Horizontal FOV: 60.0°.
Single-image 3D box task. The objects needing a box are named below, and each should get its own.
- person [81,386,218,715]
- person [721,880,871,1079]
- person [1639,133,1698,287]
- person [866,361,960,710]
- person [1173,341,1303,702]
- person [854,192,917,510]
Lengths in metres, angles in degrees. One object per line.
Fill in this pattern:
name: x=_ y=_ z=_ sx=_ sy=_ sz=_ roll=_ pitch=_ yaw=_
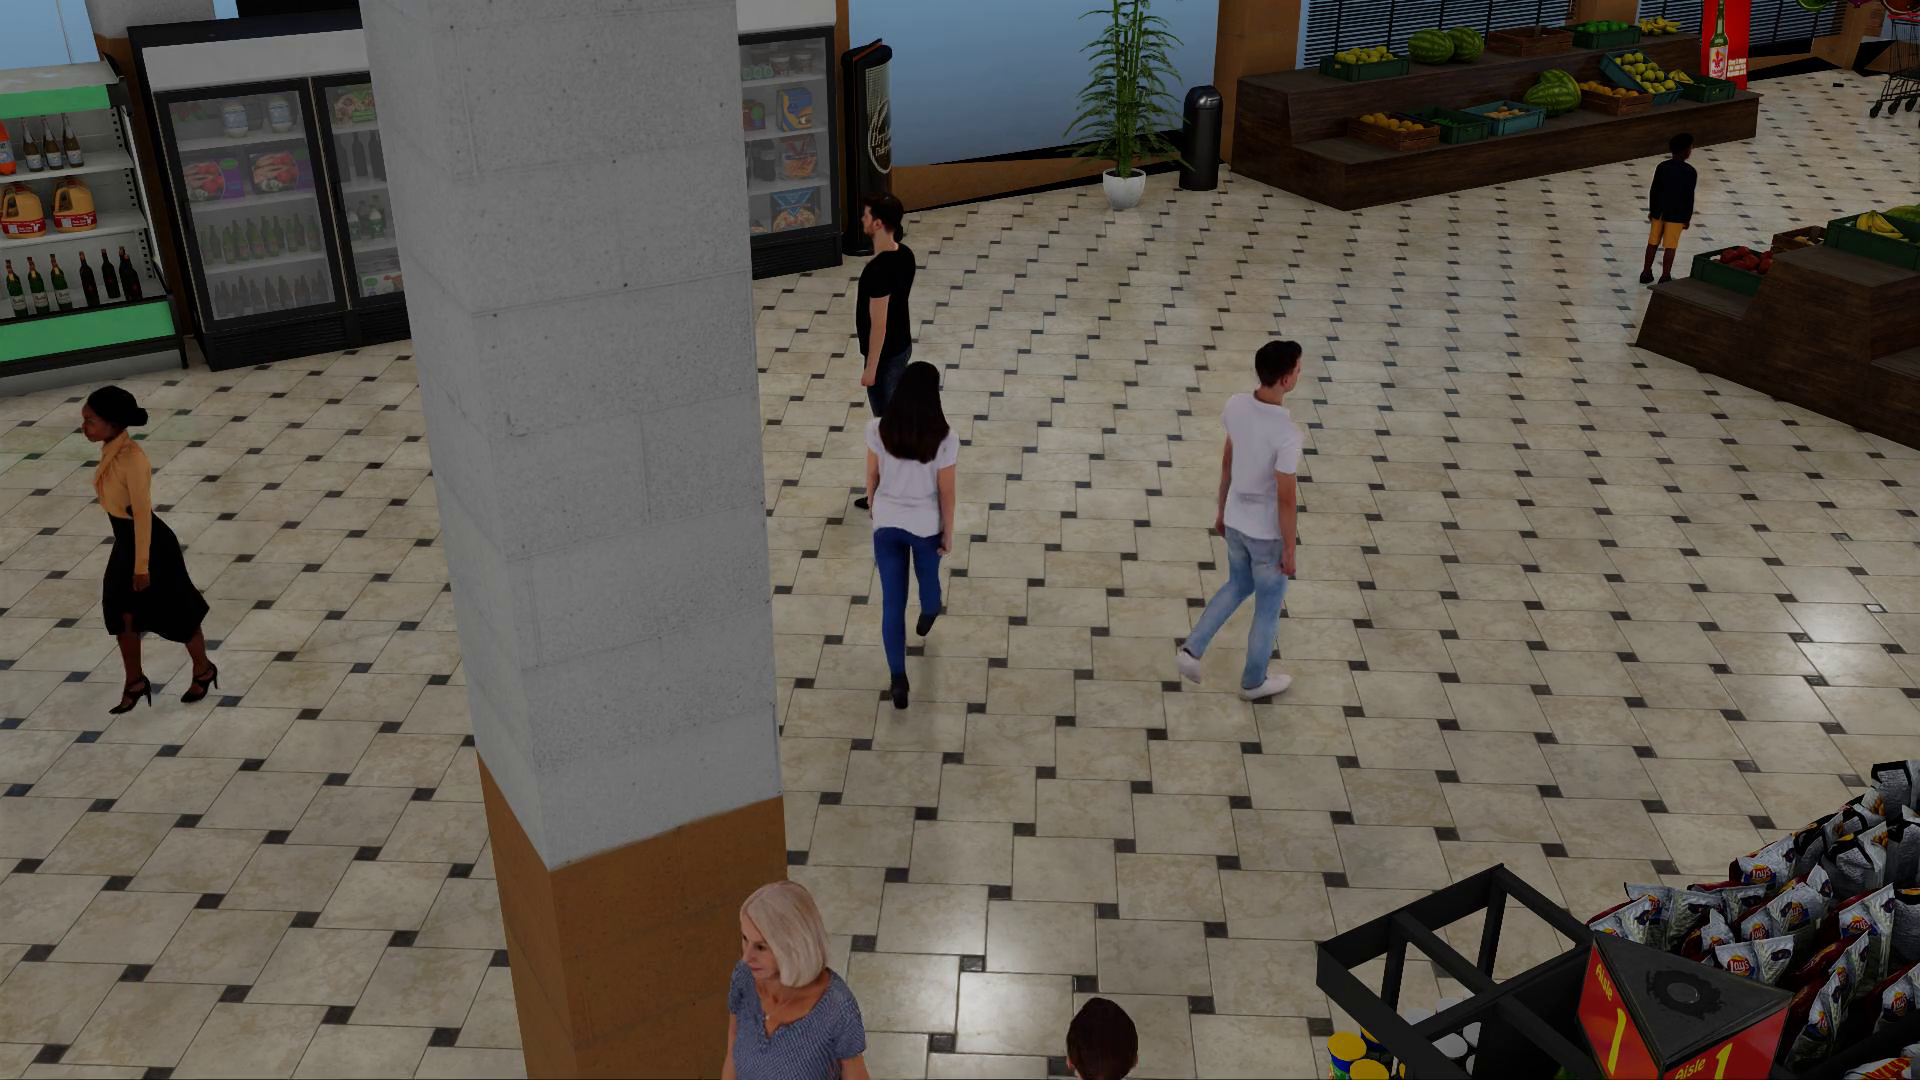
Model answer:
person: x=-3.721 y=0.043 z=7.768 sx=0.706 sy=1.641 sz=0.823 roll=24 pitch=36 yaw=39
person: x=-0.380 y=1.610 z=4.649 sx=0.877 sy=1.669 sz=1.189 roll=19 pitch=33 yaw=33
person: x=5.785 y=-2.687 z=13.561 sx=0.582 sy=1.272 sz=0.561 roll=-23 pitch=35 yaw=-38
person: x=-0.252 y=0.030 z=7.808 sx=1.158 sy=1.629 sz=1.099 roll=2 pitch=27 yaw=3
person: x=1.305 y=-0.033 z=7.705 sx=0.859 sy=1.834 sz=0.659 roll=-15 pitch=31 yaw=-27
person: x=-0.424 y=-1.099 z=9.738 sx=0.807 sy=1.897 sz=0.753 roll=6 pitch=28 yaw=12
